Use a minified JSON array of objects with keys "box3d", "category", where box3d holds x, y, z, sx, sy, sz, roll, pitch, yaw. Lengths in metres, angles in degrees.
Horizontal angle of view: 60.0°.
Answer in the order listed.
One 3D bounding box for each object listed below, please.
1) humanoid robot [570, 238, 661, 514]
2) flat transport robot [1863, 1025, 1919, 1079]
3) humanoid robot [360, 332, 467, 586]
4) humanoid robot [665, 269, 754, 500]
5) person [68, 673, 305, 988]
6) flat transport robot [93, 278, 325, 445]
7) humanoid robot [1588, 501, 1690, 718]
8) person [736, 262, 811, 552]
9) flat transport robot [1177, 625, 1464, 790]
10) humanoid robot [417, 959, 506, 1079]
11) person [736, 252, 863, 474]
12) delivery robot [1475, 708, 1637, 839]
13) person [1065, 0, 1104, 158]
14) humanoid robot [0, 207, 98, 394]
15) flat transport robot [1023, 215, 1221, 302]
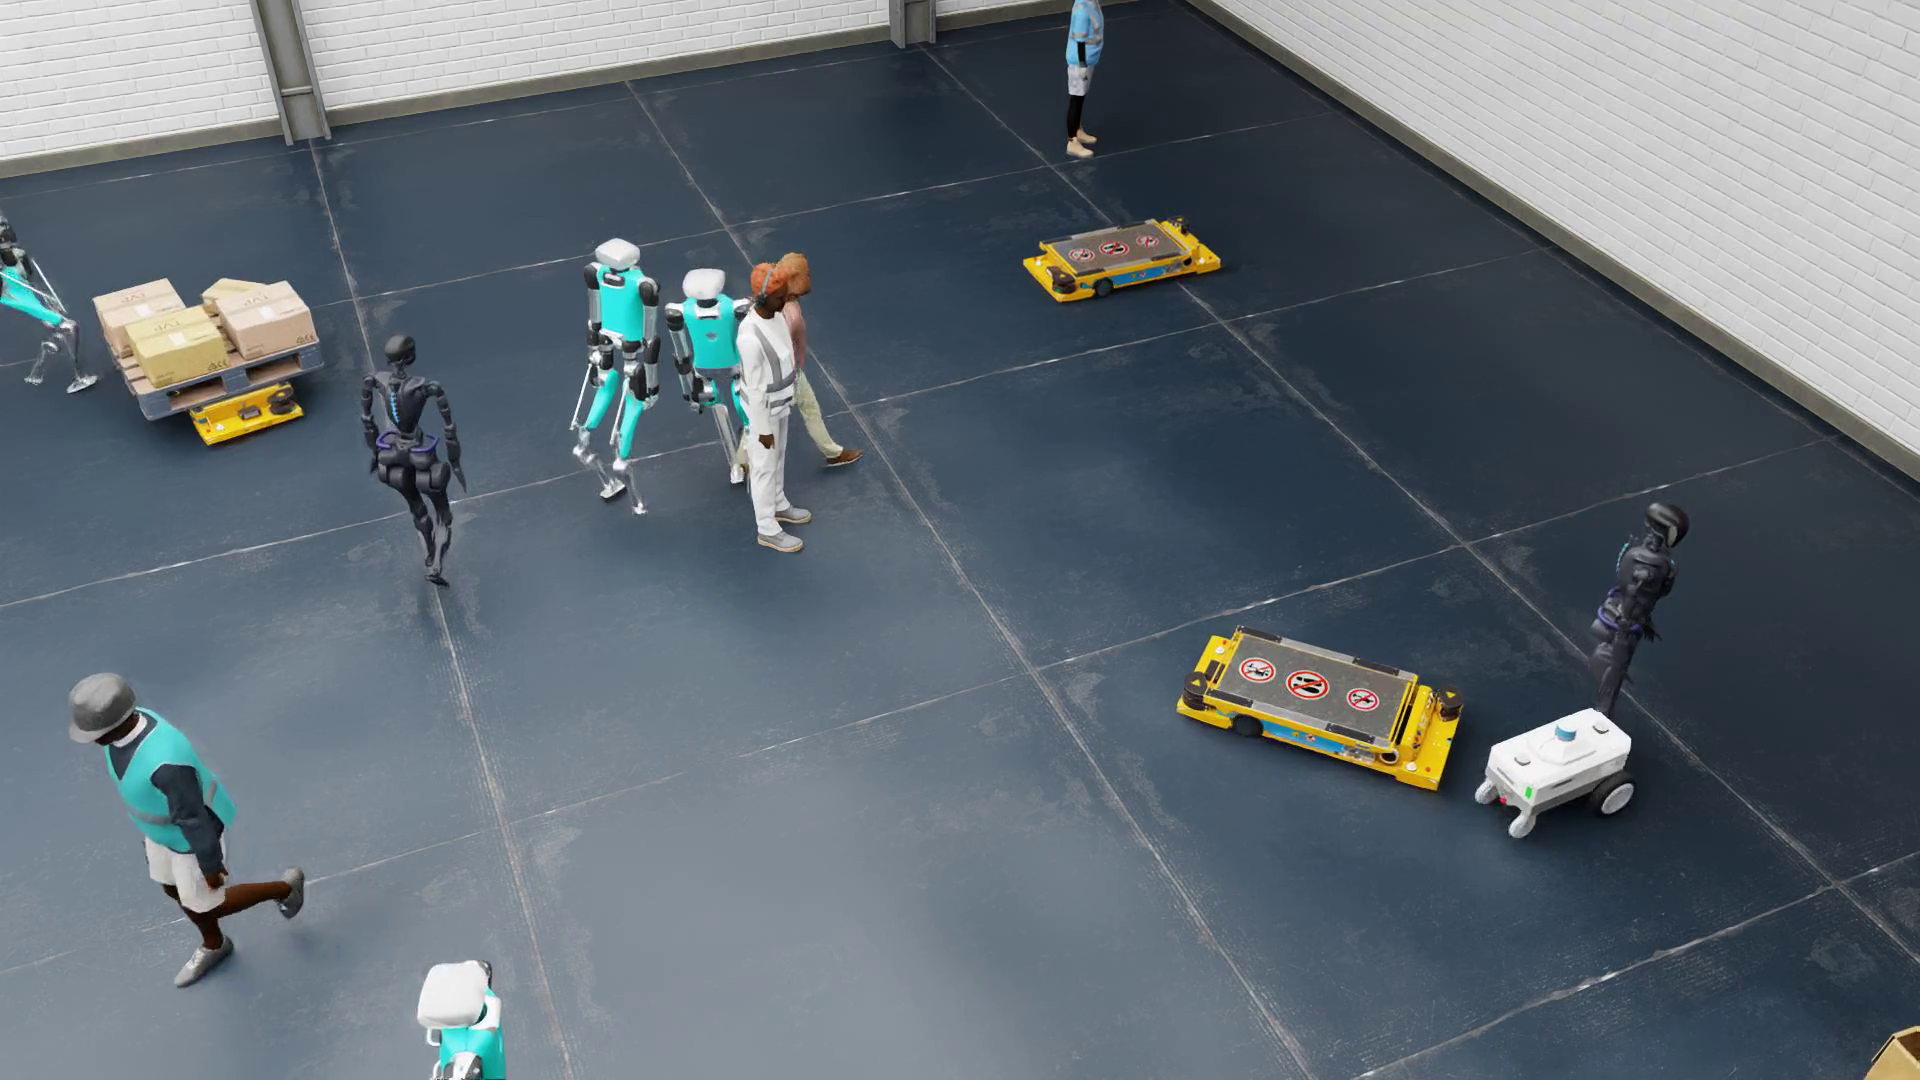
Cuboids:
[{"box3d":[-2.167,-0.932,10.277,0.530,1.760,0.734,18,41,22],"category":"humanoid robot"},{"box3d":[3.725,2.851,6.562,0.659,0.231,1.431,-12,39,-15],"category":"flat transport robot"},{"box3d":[-3.216,-0.451,9.720,0.611,1.645,0.577,3,38,4],"category":"humanoid robot"},{"box3d":[-1.478,-1.005,10.422,0.560,1.805,0.844,-2,38,-3],"category":"humanoid robot"},{"box3d":[-3.385,1.233,7.322,0.620,1.906,0.626,24,43,27],"category":"person"},{"box3d":[-5.220,-1.158,11.781,0.659,0.231,1.431,-23,43,-27],"category":"flat transport robot"},{"box3d":[3.391,0.490,8.502,0.356,1.655,0.589,22,43,26],"category":"humanoid robot"},{"box3d":[-1.129,-0.806,9.996,0.359,1.887,0.572,6,38,8],"category":"person"},{"box3d":[1.975,0.892,9.112,1.431,0.231,0.659,15,40,19],"category":"flat transport robot"},{"box3d":[-1.966,2.243,6.192,0.754,1.827,0.544,-5,38,-7],"category":"humanoid robot"},{"box3d":[-1.109,-1.105,10.627,0.872,1.577,0.504,-12,39,-15],"category":"person"},{"box3d":[3.074,1.160,8.540,0.799,0.608,0.499,-17,41,-20],"category":"delivery robot"},{"box3d":[1.093,-4.222,14.595,0.317,1.695,0.539,8,38,10],"category":"person"},{"box3d":[-6.346,-1.768,11.393,0.935,1.774,0.568,10,39,13],"category":"humanoid robot"},{"box3d":[1.285,-2.230,13.176,1.431,0.231,0.659,-14,40,-18],"category":"flat transport robot"}]
